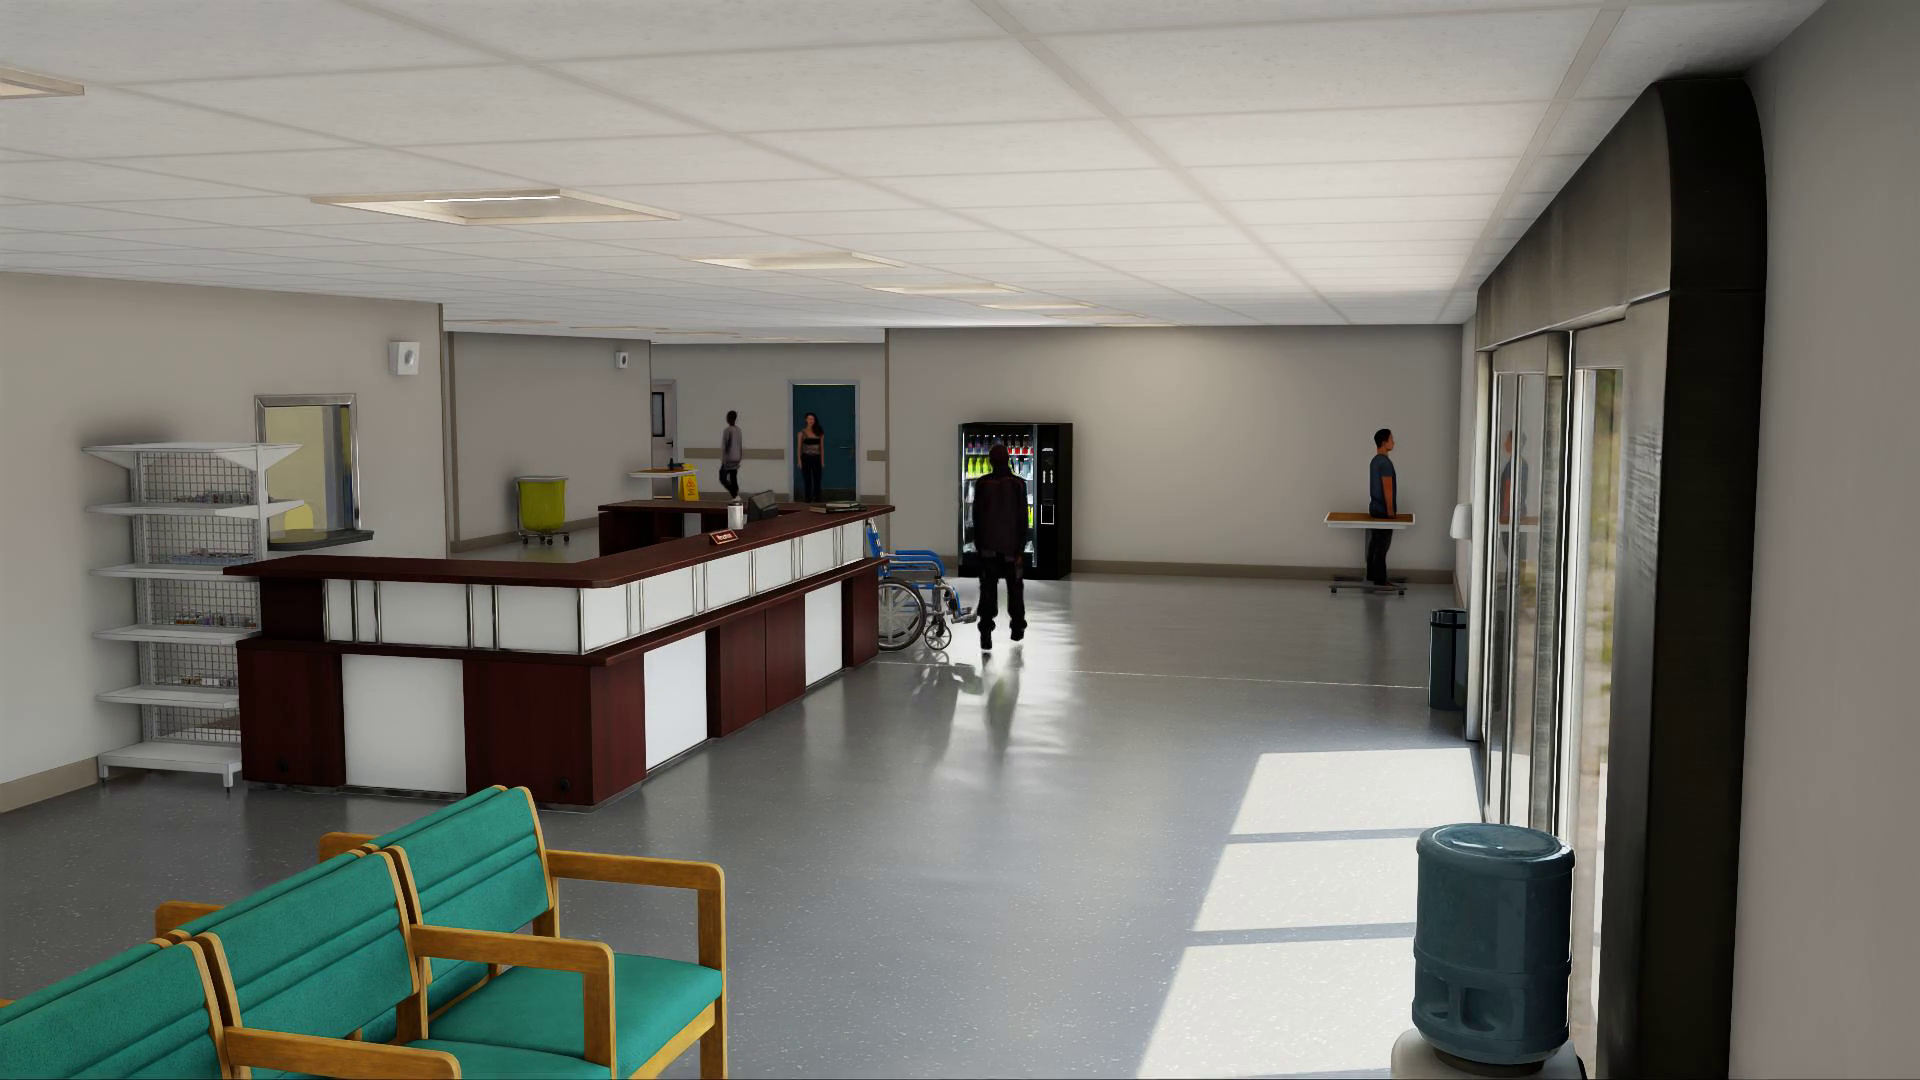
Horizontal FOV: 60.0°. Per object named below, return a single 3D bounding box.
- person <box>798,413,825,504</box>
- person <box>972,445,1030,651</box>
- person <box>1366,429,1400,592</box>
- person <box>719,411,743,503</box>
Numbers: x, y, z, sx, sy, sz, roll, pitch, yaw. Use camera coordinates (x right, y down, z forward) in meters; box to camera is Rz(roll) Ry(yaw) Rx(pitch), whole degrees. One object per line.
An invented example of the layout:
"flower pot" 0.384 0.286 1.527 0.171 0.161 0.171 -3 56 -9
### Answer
"person" -2.569 -1.286 28.457 1.134 1.728 1.022 -1 6 -13
"person" 0.325 0.070 14.622 1.126 1.800 0.839 1 6 9
"person" 4.758 -0.350 18.753 0.641 1.810 0.714 0 6 -2
"person" -3.976 -1.398 29.405 0.761 1.763 0.732 4 7 32
